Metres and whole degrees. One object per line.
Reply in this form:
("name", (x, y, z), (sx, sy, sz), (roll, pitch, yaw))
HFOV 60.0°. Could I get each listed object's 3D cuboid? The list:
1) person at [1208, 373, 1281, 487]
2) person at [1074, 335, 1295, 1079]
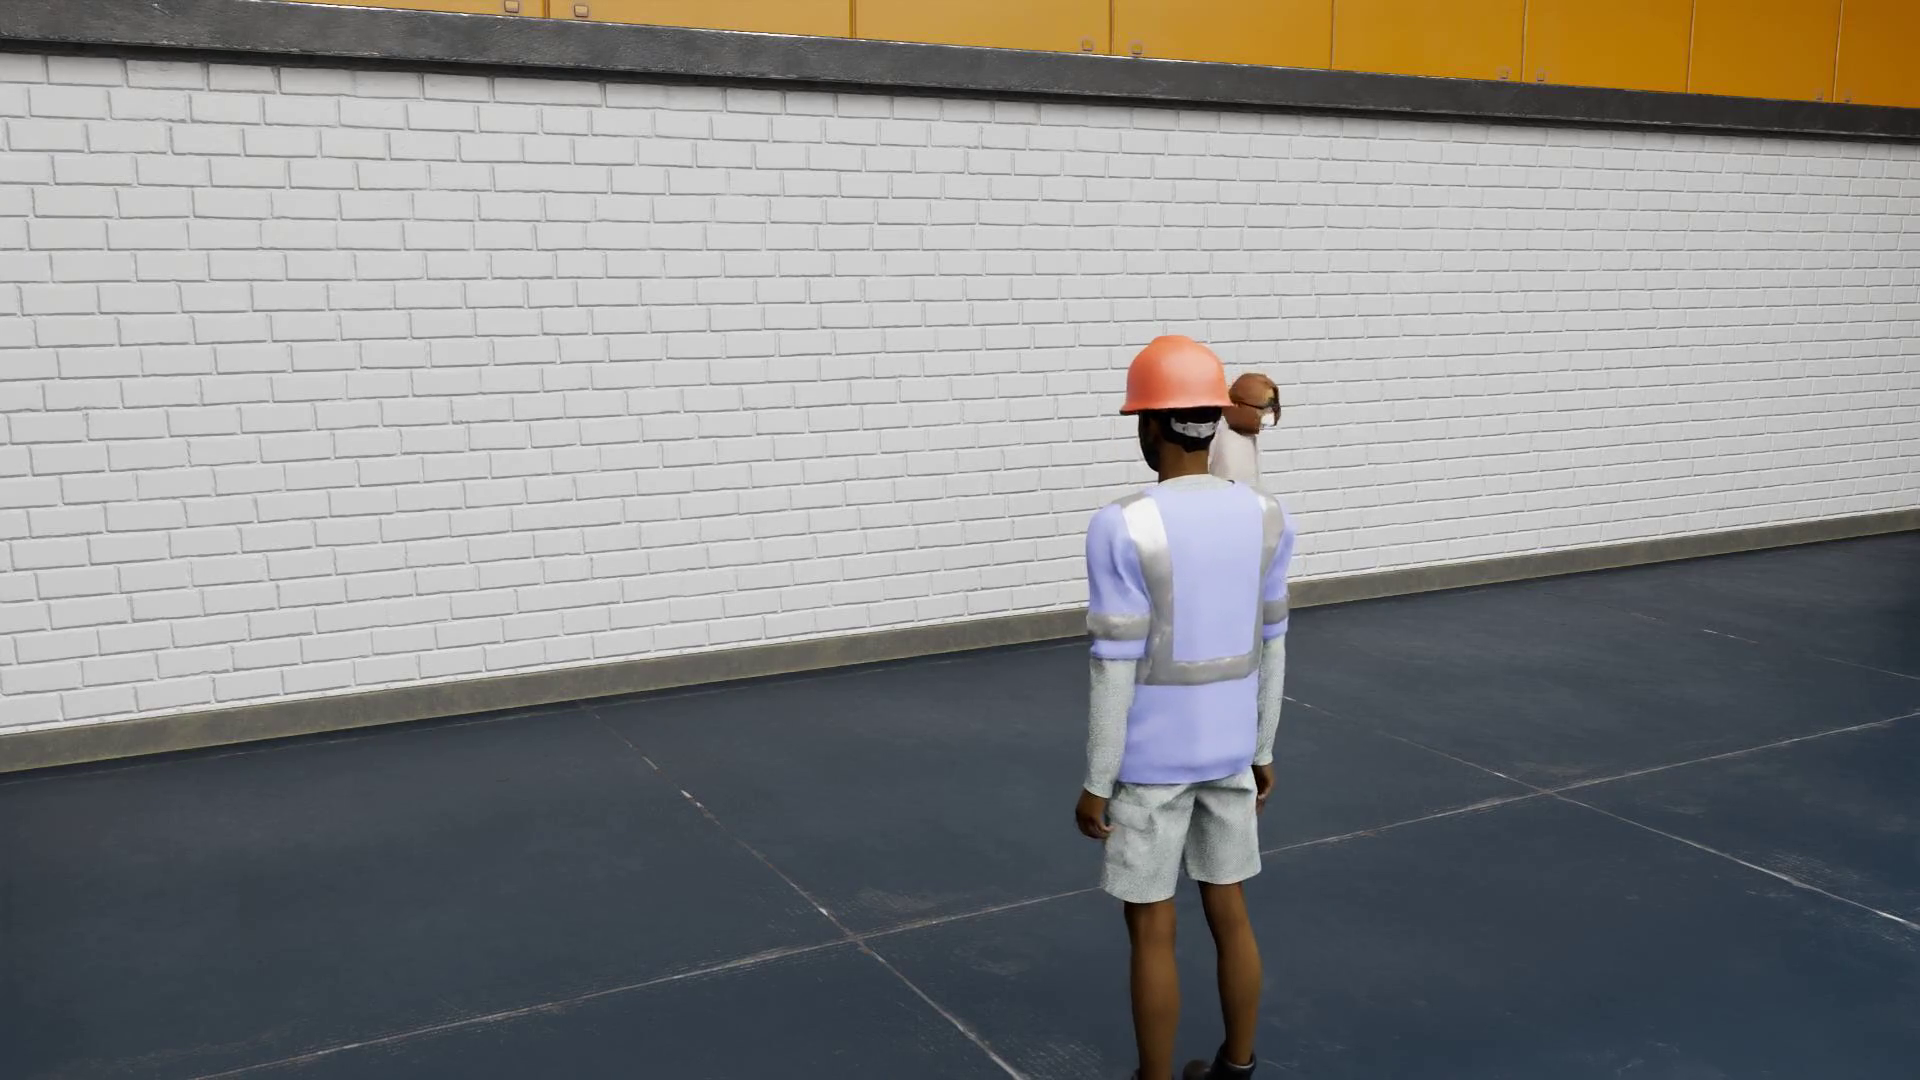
("person", (1.215, 0.034, 7.526), (0.603, 1.583, 0.525), (4, 11, 23))
("person", (0.504, 0.489, 3.930), (0.551, 1.932, 0.378), (-5, 11, -27))
